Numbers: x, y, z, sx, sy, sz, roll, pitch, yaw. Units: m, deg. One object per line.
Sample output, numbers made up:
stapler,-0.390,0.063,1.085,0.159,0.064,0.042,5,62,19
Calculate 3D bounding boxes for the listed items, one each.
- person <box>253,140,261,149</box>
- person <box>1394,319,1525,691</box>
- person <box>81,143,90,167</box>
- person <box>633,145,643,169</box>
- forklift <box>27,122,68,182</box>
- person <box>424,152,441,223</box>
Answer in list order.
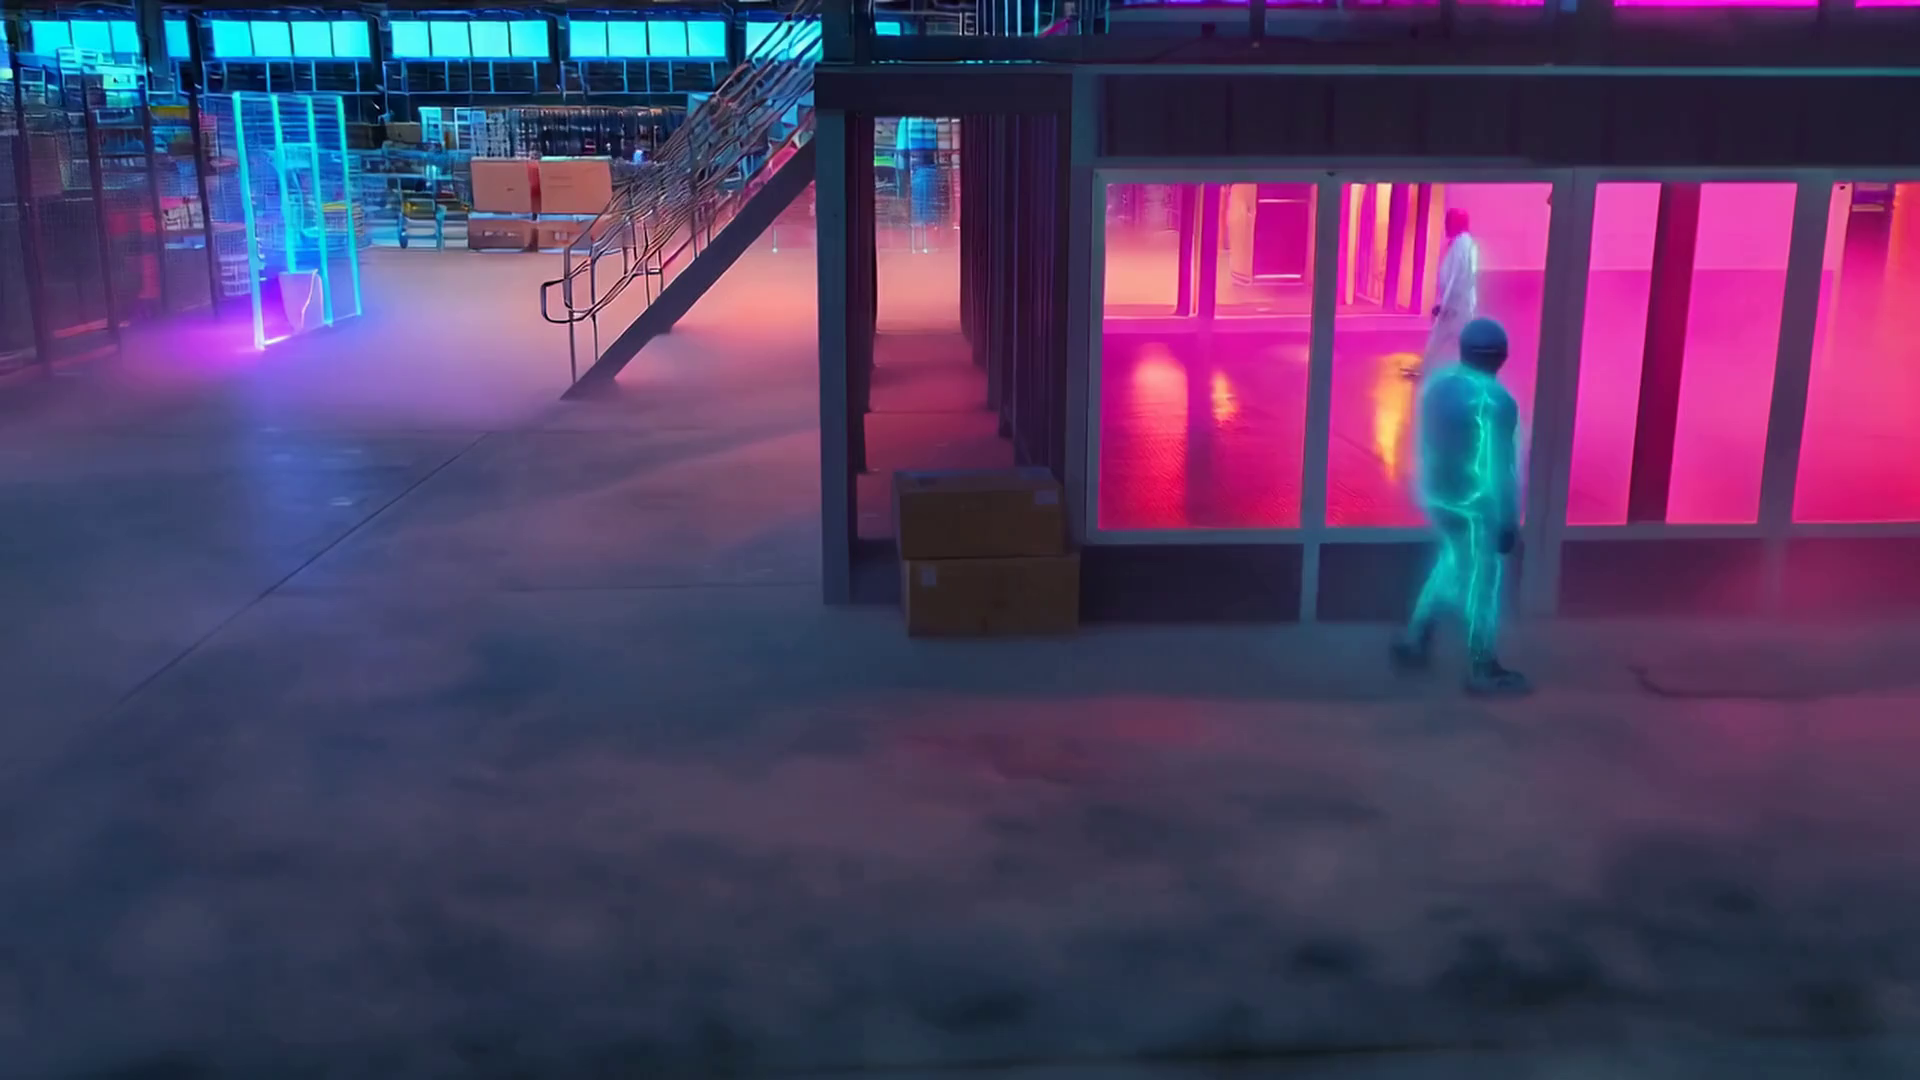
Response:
person,-35.473,-19.185,83.945,0.686,1.932,0.607,9,17,33
person,2.460,-0.161,8.115,0.525,1.823,0.679,-5,15,-19
person,-39.772,-17.168,76.004,0.604,1.859,0.971,-6,15,-22
person,-14.904,-17.270,76.582,0.916,1.781,0.603,3,14,12
forklift,-35.376,-14.773,64.377,1.129,2.768,1.873,-1,14,-2
person,-13.866,-9.219,43.920,0.443,2.024,0.613,3,14,14
